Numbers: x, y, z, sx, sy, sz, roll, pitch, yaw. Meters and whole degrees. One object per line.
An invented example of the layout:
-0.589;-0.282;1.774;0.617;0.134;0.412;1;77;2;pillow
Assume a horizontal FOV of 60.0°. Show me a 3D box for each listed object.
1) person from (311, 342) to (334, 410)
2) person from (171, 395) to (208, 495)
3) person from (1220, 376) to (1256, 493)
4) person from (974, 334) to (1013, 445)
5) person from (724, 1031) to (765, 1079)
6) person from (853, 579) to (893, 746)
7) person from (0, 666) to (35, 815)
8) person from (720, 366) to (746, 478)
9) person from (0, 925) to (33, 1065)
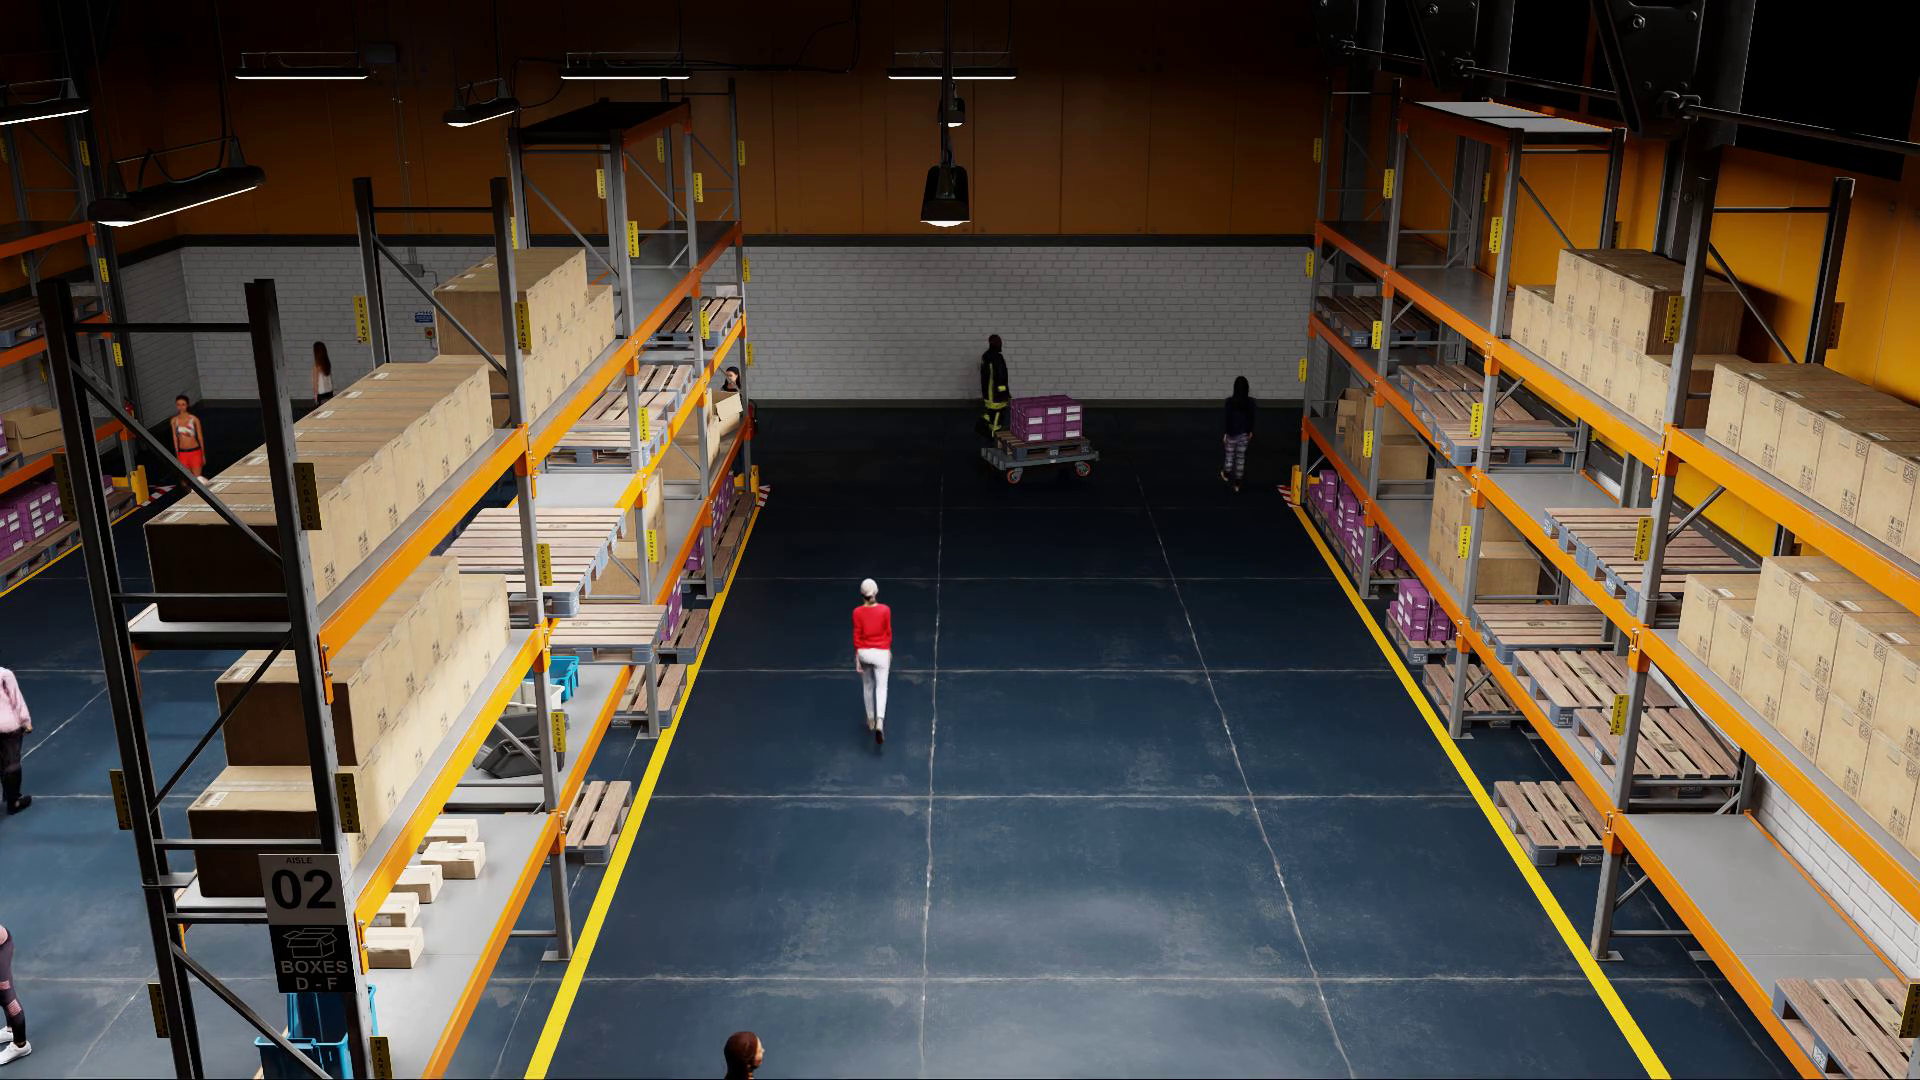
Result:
-10.290;-2.362;27.055;0.781;1.707;0.898;5;19;14;person
-10.816;-1.182;23.439;0.645;1.778;0.737;-3;19;-10;person
4.136;-1.545;24.636;0.663;1.702;0.984;-1;19;-4;person
0.503;-2.460;27.185;0.963;1.810;0.938;-7;20;-20;person
-1.265;3.571;9.265;0.895;1.818;0.860;-12;22;-32;person
-0.847;1.215;16.493;0.561;1.668;1.007;-1;19;-4;person
-8.719;1.708;15.021;0.642;1.674;0.627;3;19;7;person
-3.401;-1.742;25.074;0.627;1.797;0.564;5;19;15;person
-6.764;2.861;11.651;0.720;1.640;0.643;-13;23;-35;person
